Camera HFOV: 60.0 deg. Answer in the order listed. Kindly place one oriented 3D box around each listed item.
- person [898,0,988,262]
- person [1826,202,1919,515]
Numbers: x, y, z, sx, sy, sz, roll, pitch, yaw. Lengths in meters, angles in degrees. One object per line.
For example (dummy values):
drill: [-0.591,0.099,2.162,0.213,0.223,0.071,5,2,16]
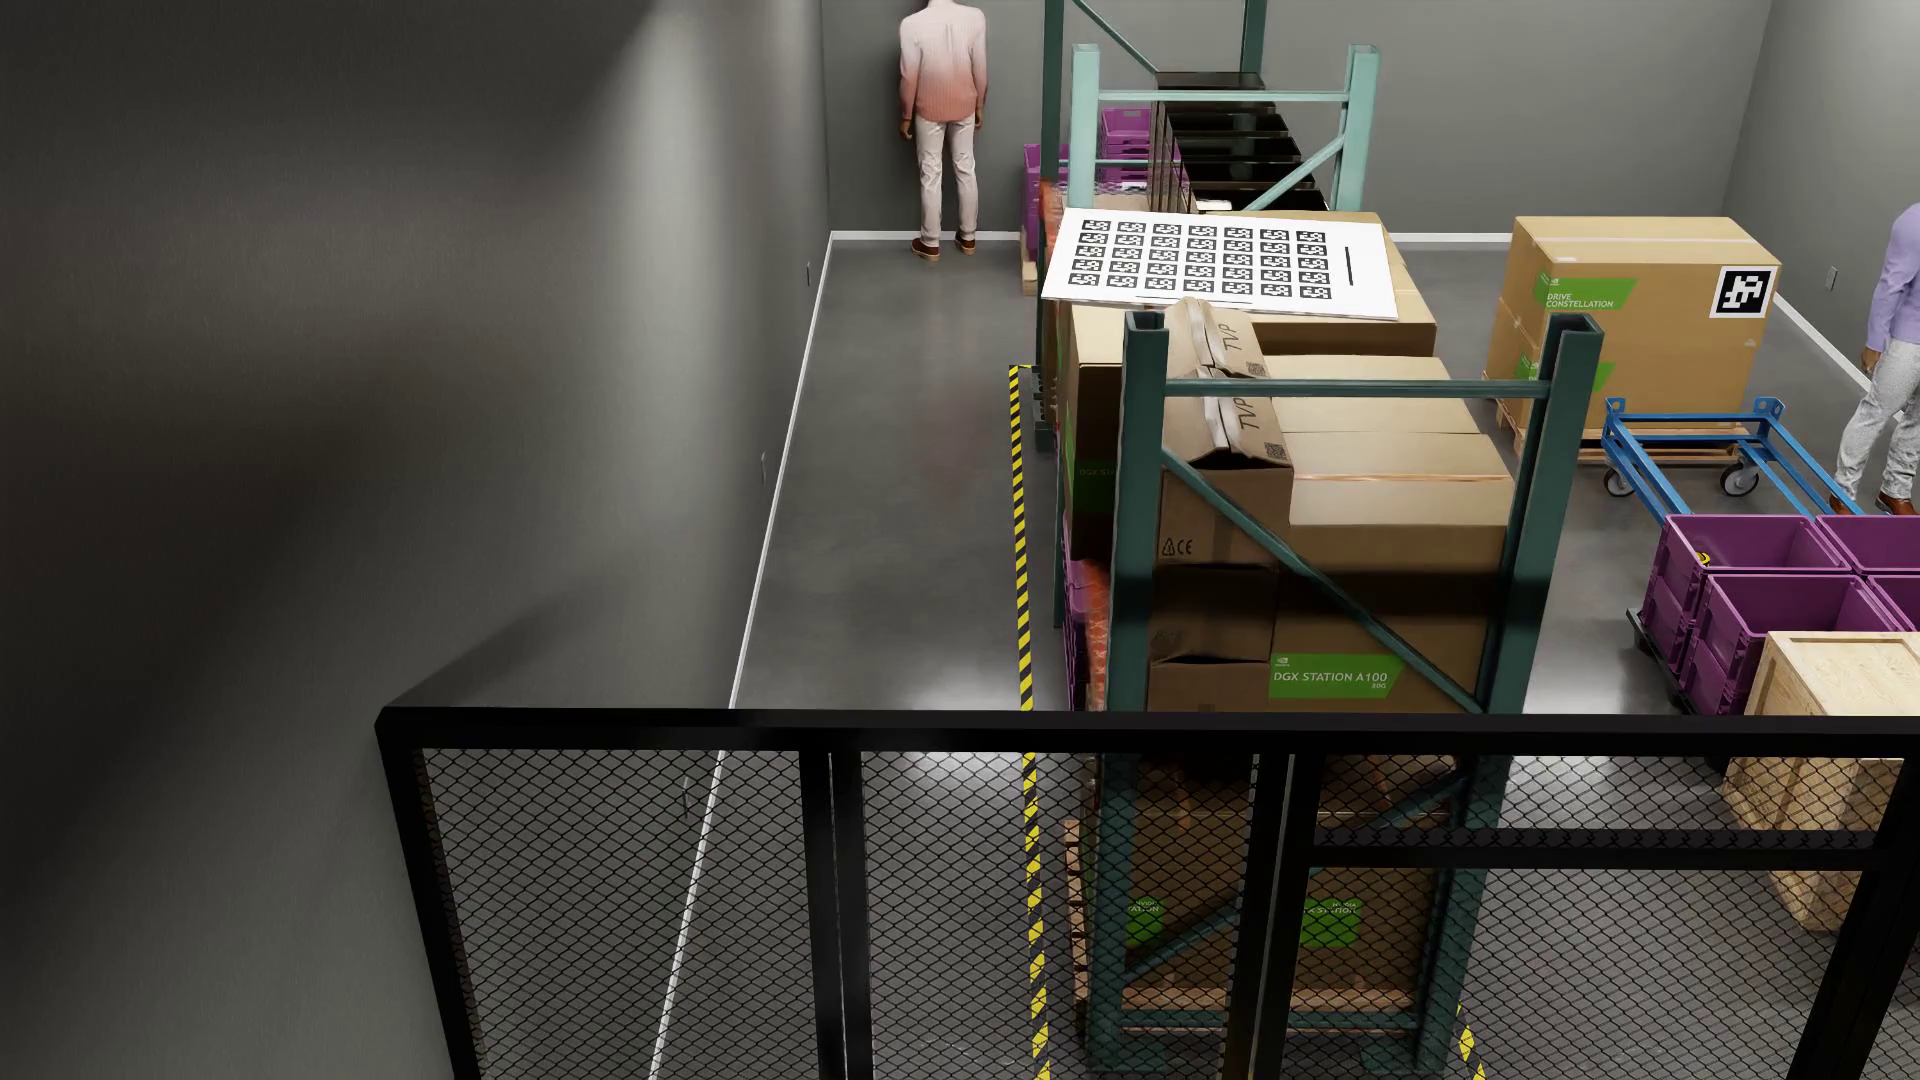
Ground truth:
person: [-0.115,-2.814,10.835,0.608,1.996,0.380,-12,33,-19]
person: [4.535,-0.937,7.772,0.635,1.937,0.352,-1,31,-2]
